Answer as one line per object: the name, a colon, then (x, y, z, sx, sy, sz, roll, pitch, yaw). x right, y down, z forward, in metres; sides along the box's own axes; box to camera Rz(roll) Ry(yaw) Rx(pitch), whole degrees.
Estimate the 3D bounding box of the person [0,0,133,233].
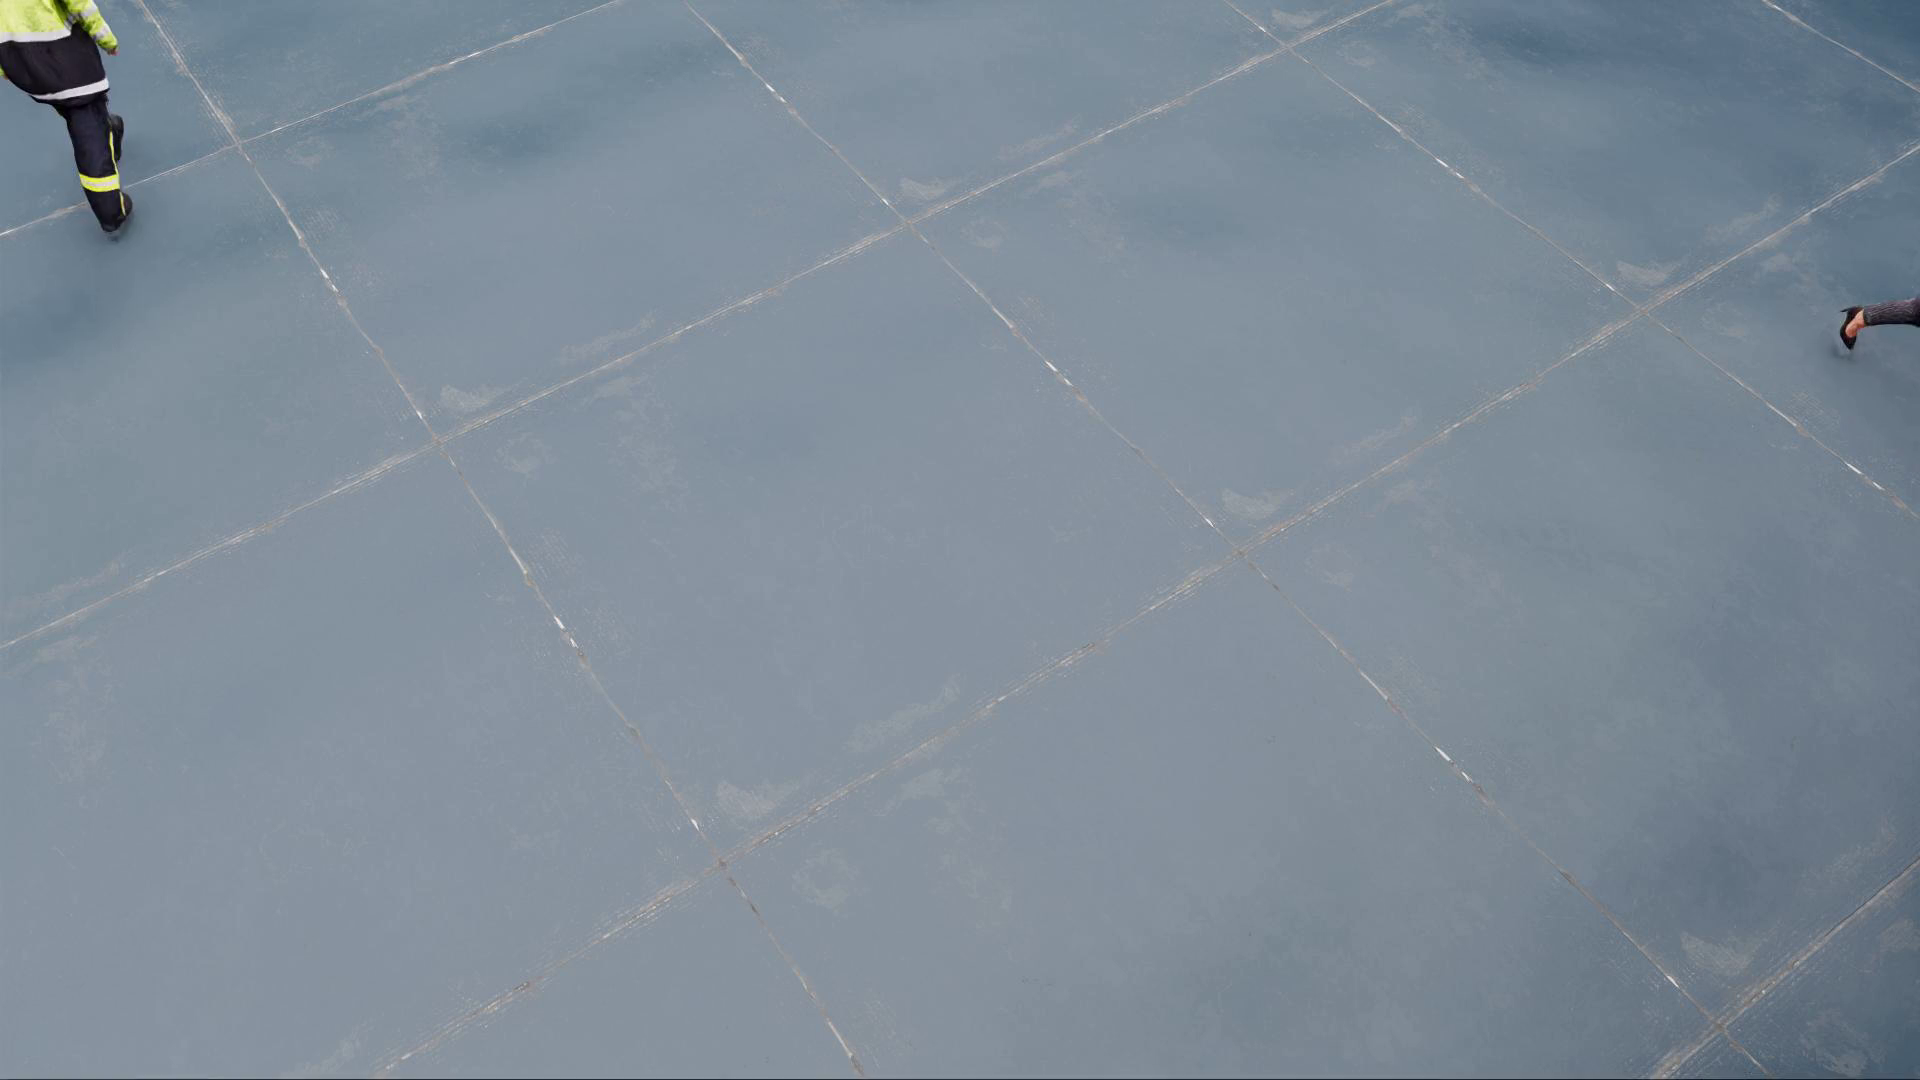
person: (-5.041, -2.614, 9.216, 1.165, 1.930, 1.380, -5, 52, -4)
